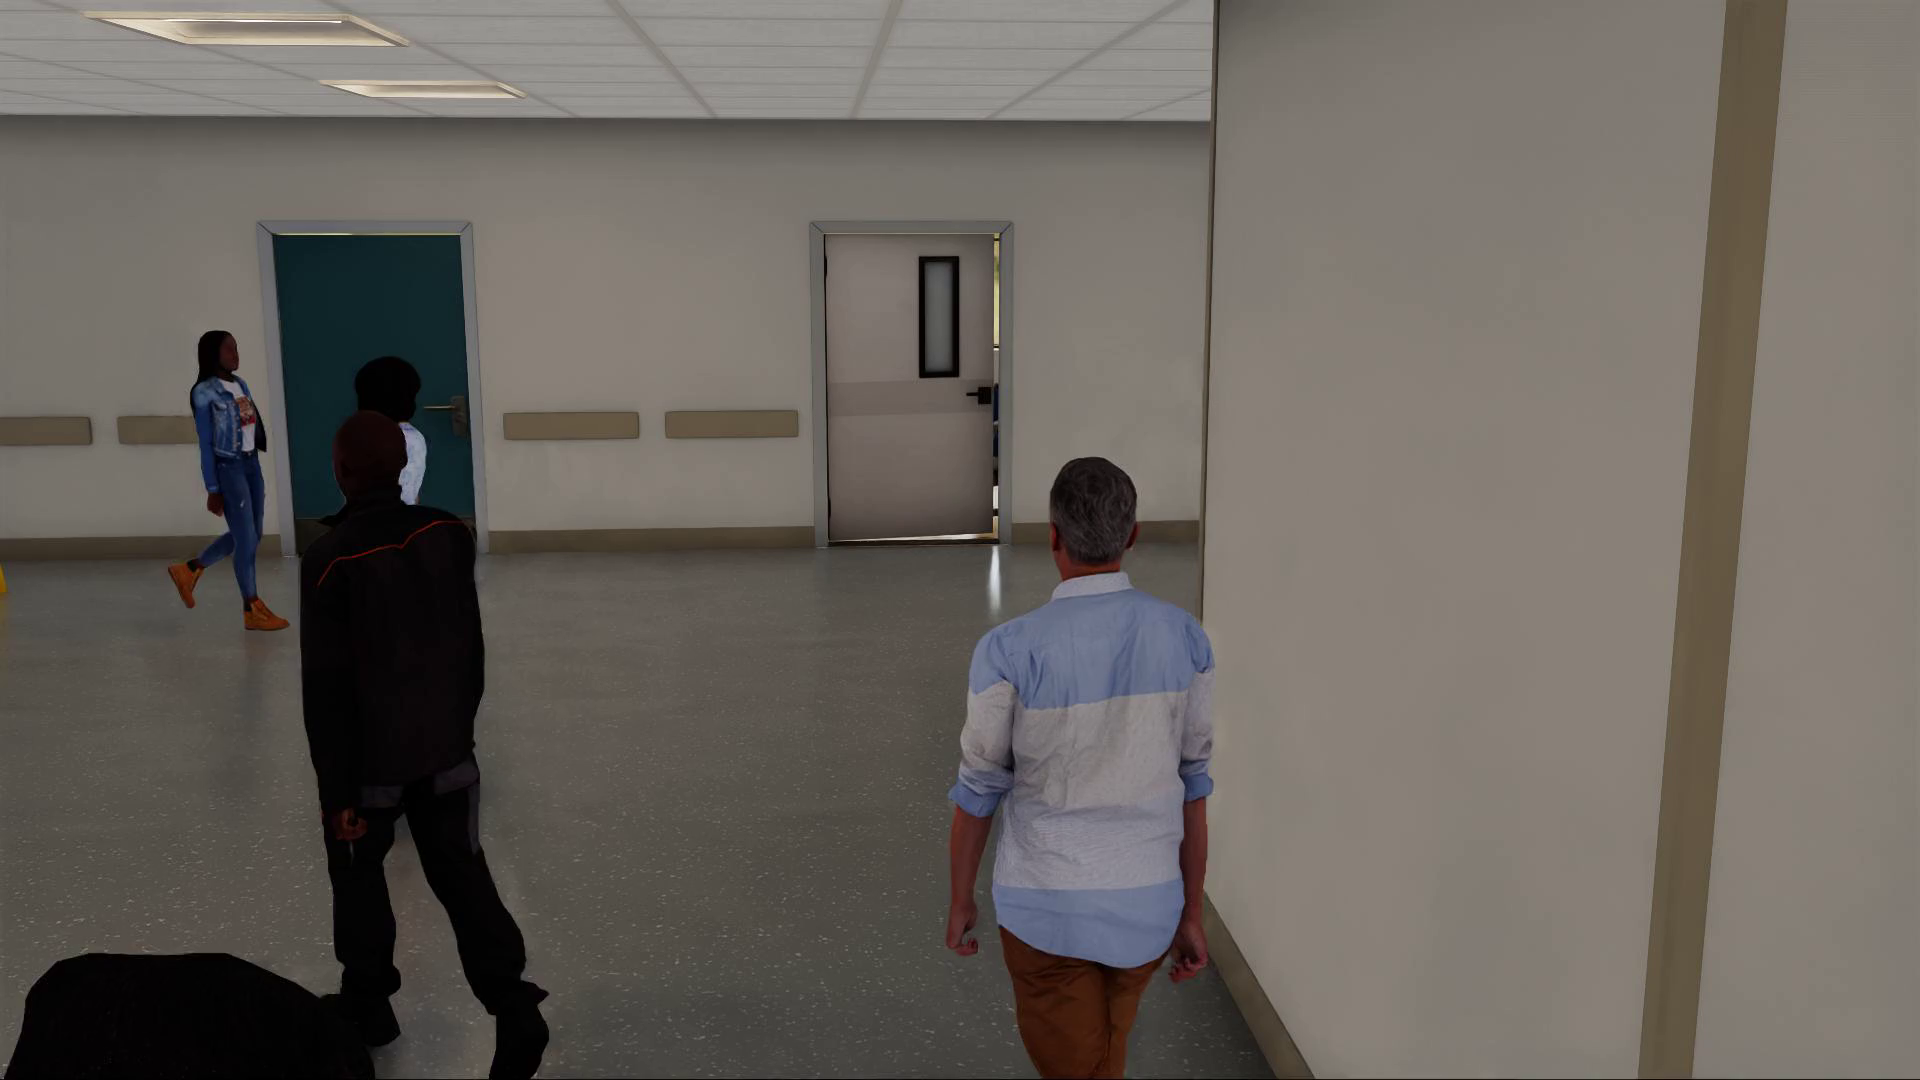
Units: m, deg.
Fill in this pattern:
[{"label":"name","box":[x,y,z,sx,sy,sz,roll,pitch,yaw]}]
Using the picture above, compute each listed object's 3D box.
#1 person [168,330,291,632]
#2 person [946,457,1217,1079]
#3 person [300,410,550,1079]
[{"label":"person","box":[-4.169,-0.321,9.367,1.010,1.697,0.742,2,11,8]},{"label":"person","box":[0.289,0.779,3.359,1.199,1.776,0.924,-3,11,-16]},{"label":"person","box":[-1.416,0.574,4.379,1.220,1.800,1.201,-10,14,-41]}]
